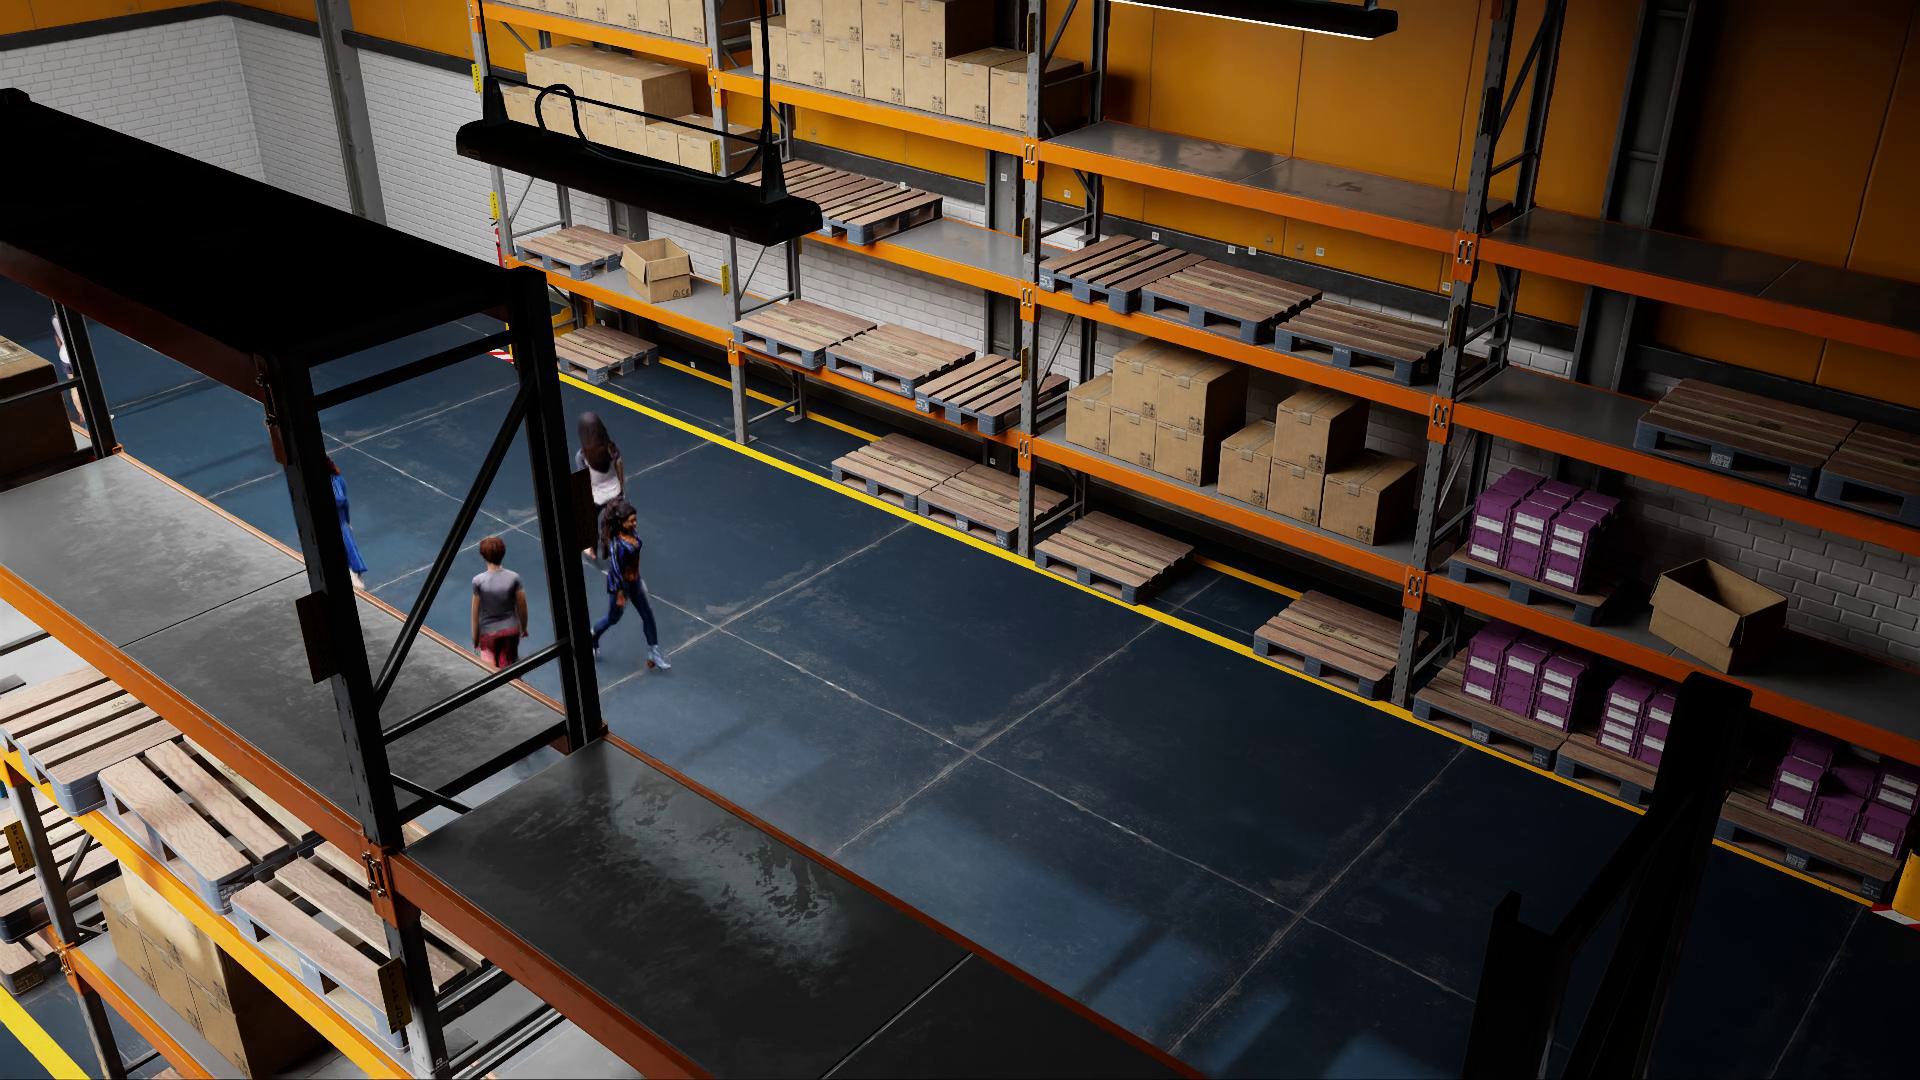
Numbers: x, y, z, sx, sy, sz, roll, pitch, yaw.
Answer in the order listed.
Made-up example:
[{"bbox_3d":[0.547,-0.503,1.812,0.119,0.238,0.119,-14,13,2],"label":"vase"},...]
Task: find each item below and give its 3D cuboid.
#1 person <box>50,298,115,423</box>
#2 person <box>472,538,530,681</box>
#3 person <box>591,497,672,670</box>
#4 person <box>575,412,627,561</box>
[{"bbox_3d":[-9.933,-2.070,18.698,0.581,1.566,0.701,8,30,14],"label":"person"},{"bbox_3d":[-3.682,0.800,13.370,0.781,1.629,0.839,-11,30,-19],"label":"person"},{"bbox_3d":[-2.917,0.393,14.164,1.153,1.584,0.883,10,30,18],"label":"person"},{"bbox_3d":[-3.277,-0.341,15.444,0.844,1.646,1.231,-17,33,-29],"label":"person"}]
